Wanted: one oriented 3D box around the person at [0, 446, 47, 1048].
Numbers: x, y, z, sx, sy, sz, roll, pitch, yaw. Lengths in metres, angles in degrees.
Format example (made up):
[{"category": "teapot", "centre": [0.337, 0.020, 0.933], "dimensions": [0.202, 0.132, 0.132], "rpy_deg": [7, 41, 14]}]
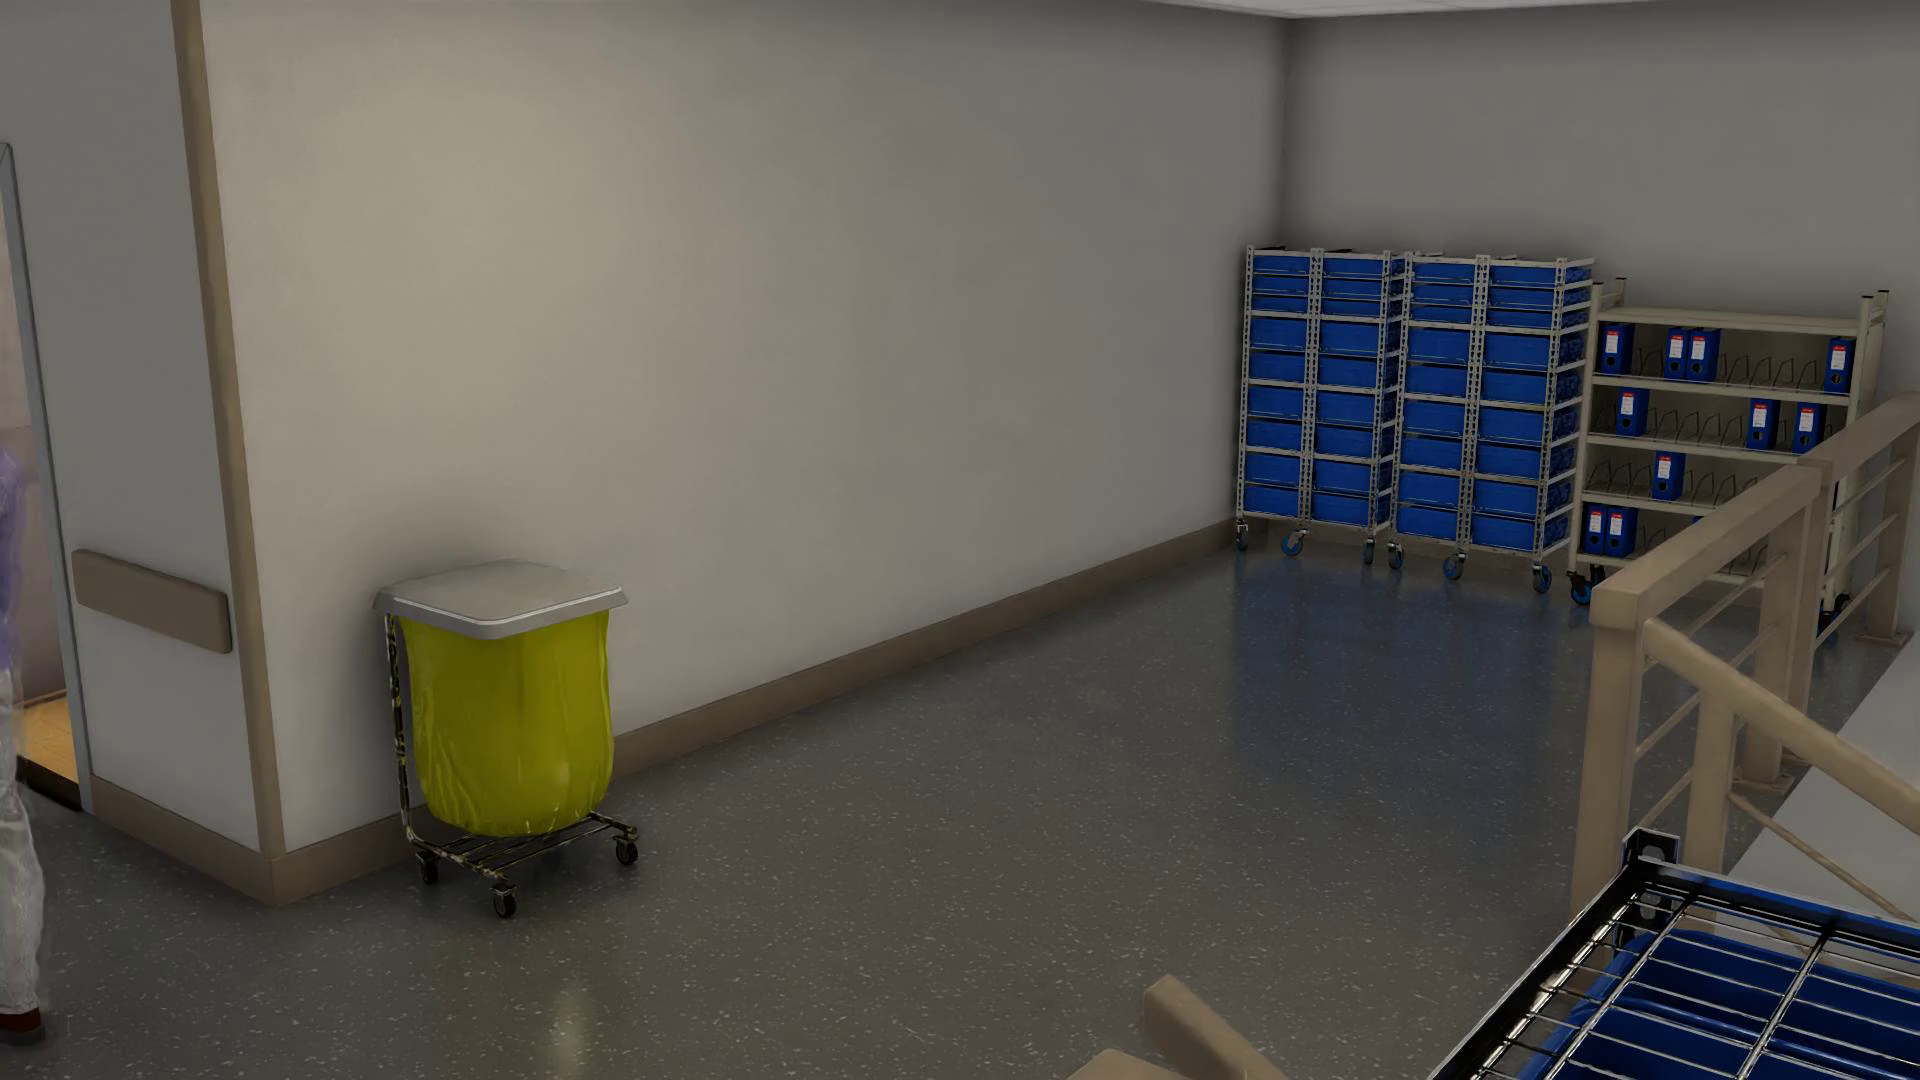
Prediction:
[{"category": "person", "centre": [-2.767, 0.376, 4.323], "dimensions": [0.837, 1.905, 0.643], "rpy_deg": [7, 15, 27]}]
